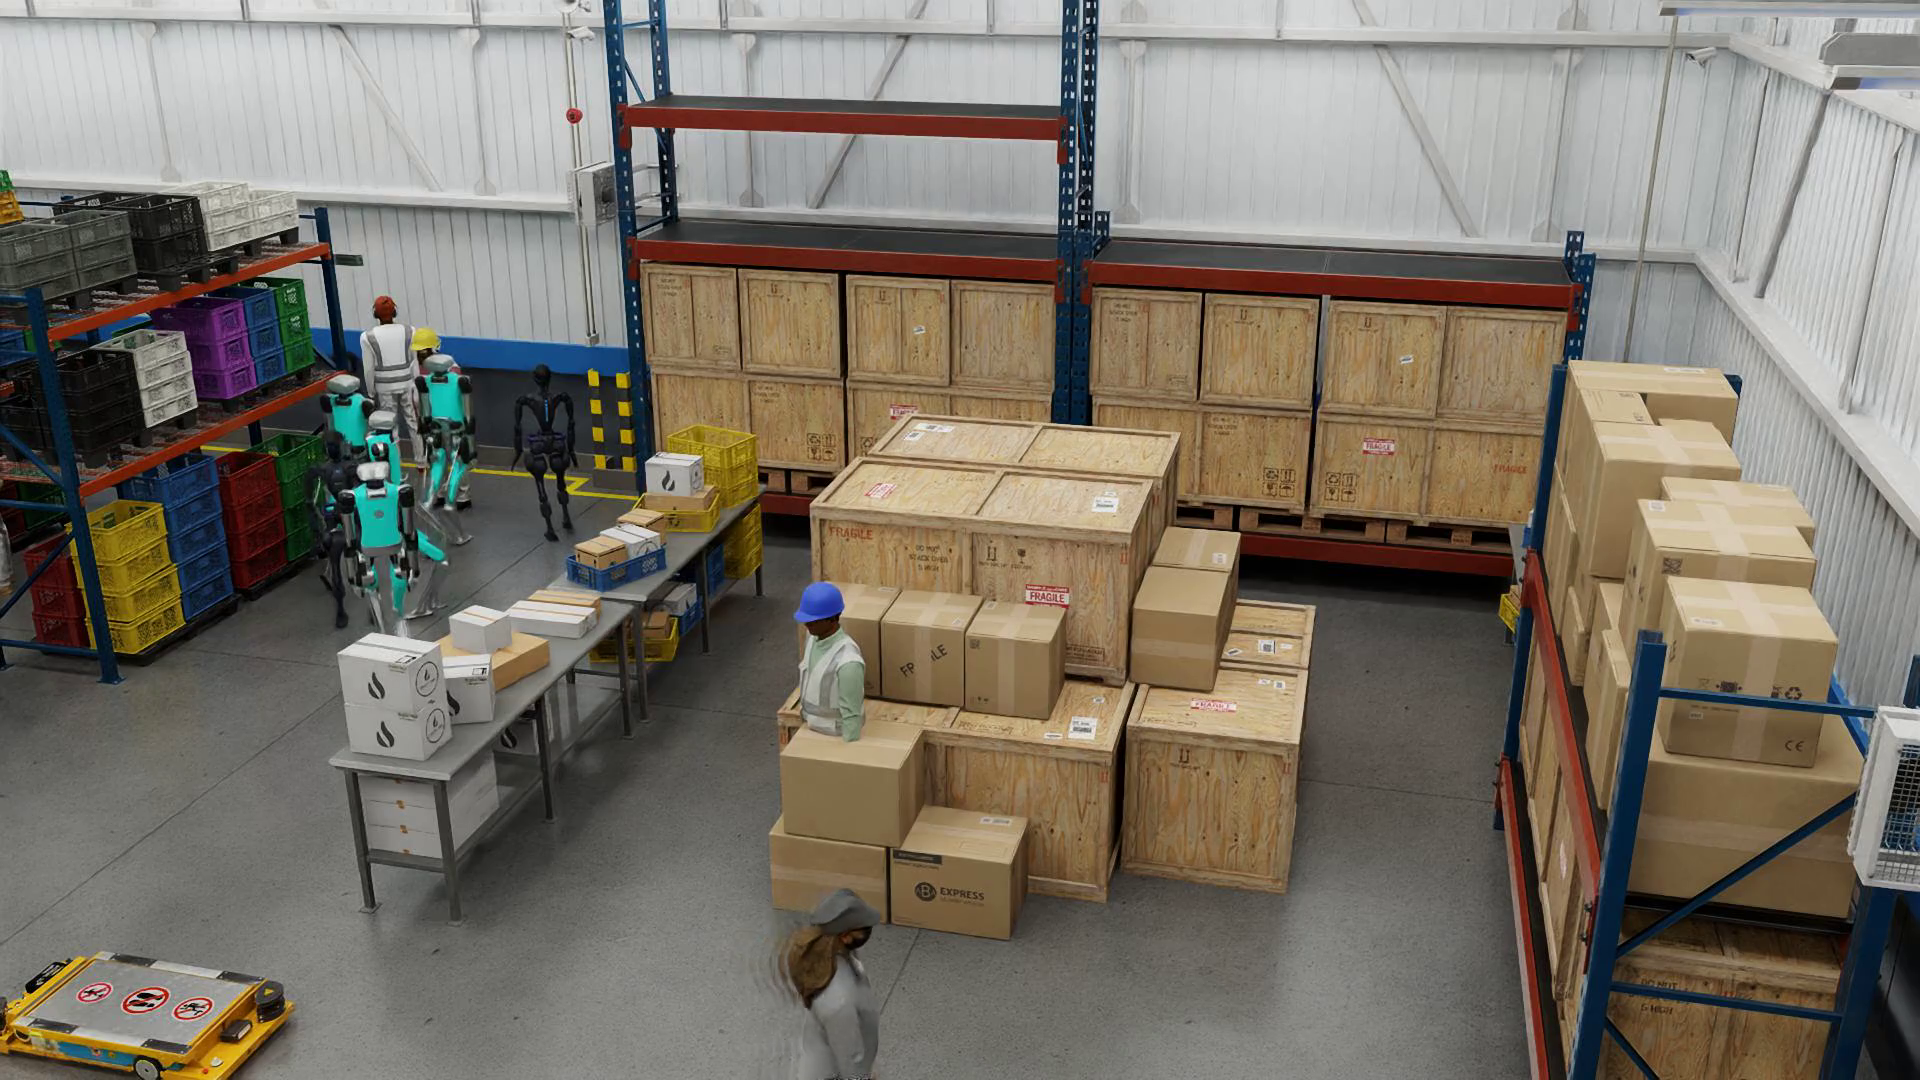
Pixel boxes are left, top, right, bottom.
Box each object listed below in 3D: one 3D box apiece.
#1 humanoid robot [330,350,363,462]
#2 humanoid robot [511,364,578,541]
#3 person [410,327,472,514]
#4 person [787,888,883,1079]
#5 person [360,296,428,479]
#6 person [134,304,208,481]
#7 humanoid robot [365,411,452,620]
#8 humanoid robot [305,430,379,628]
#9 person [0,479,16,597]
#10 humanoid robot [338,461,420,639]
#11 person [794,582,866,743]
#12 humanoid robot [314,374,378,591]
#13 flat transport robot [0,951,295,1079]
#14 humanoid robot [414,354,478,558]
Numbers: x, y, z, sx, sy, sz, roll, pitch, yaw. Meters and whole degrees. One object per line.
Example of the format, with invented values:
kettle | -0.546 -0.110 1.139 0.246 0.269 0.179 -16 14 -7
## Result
humanoid robot | -5.792 -1.003 15.715 0.430 1.642 0.614 -1 21 -3
humanoid robot | -3.815 -0.818 15.219 0.601 1.650 0.425 -9 23 -23
person | -4.977 -1.141 15.863 0.583 1.824 0.407 9 23 23
person | -0.420 2.247 7.104 0.906 1.721 0.592 -2 21 -5
person | -5.702 -1.528 16.784 0.573 1.881 0.357 -12 24 -28
person | -7.629 -1.387 16.207 0.605 2.033 0.389 3 21 7
humanoid robot | -4.370 -0.187 13.470 0.680 1.802 0.542 -6 22 -16
humanoid robot | -4.920 -0.096 13.322 0.591 1.647 0.344 -8 22 -20
person | -8.243 -0.412 13.921 0.429 1.844 0.623 -8 22 -20
humanoid robot | -4.327 0.193 12.470 0.545 1.748 0.952 -9 23 -21
person | -0.754 1.136 9.742 0.410 1.939 0.602 -10 23 -25
humanoid robot | -5.348 -0.443 14.210 0.553 1.826 0.880 6 22 16
flat transport robot | -4.270 2.464 8.601 1.431 0.231 0.659 5 22 13
humanoid robot | -4.645 -0.675 14.882 0.551 1.875 0.803 2 21 6
